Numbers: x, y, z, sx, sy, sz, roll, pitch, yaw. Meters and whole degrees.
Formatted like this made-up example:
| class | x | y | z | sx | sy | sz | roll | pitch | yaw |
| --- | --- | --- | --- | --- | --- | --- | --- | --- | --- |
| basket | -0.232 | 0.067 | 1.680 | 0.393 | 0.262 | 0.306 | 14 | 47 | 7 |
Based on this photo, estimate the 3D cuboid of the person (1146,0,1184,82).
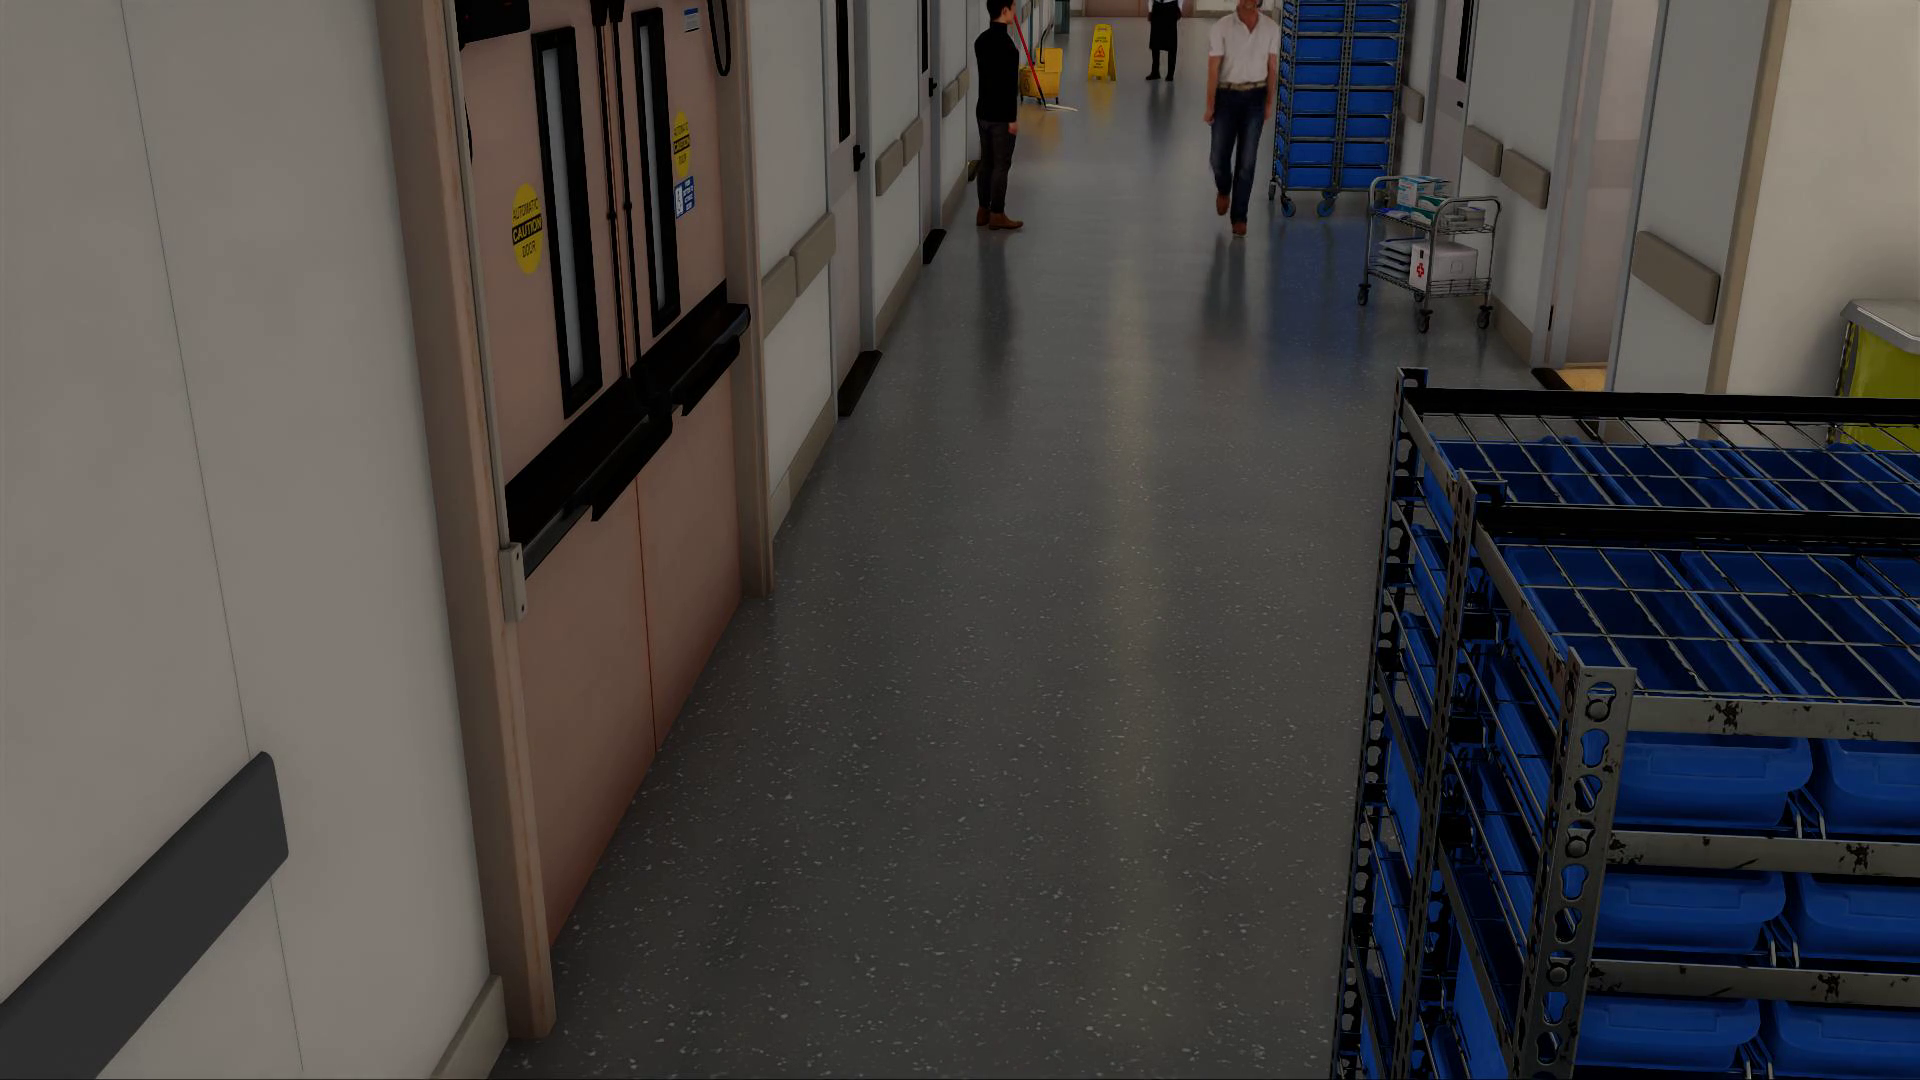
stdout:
| class | x | y | z | sx | sy | sz | roll | pitch | yaw |
| --- | --- | --- | --- | --- | --- | --- | --- | --- | --- |
| person | 2.872 | -7.370 | 23.209 | 0.715 | 1.834 | 0.670 | 10 | 23 | 25 |

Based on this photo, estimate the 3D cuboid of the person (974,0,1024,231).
| class | x | y | z | sx | sy | sz | roll | pitch | yaw |
| --- | --- | --- | --- | --- | --- | --- | --- | --- | --- |
| person | 0.271 | -3.185 | 12.316 | 0.781 | 1.723 | 0.662 | -10 | 23 | -24 |

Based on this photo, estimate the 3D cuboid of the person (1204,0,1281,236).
| class | x | y | z | sx | sy | sz | roll | pitch | yaw |
| --- | --- | --- | --- | --- | --- | --- | --- | --- | --- |
| person | 2.047 | -3.197 | 12.185 | 0.663 | 1.838 | 0.913 | 2 | 21 | 6 |
